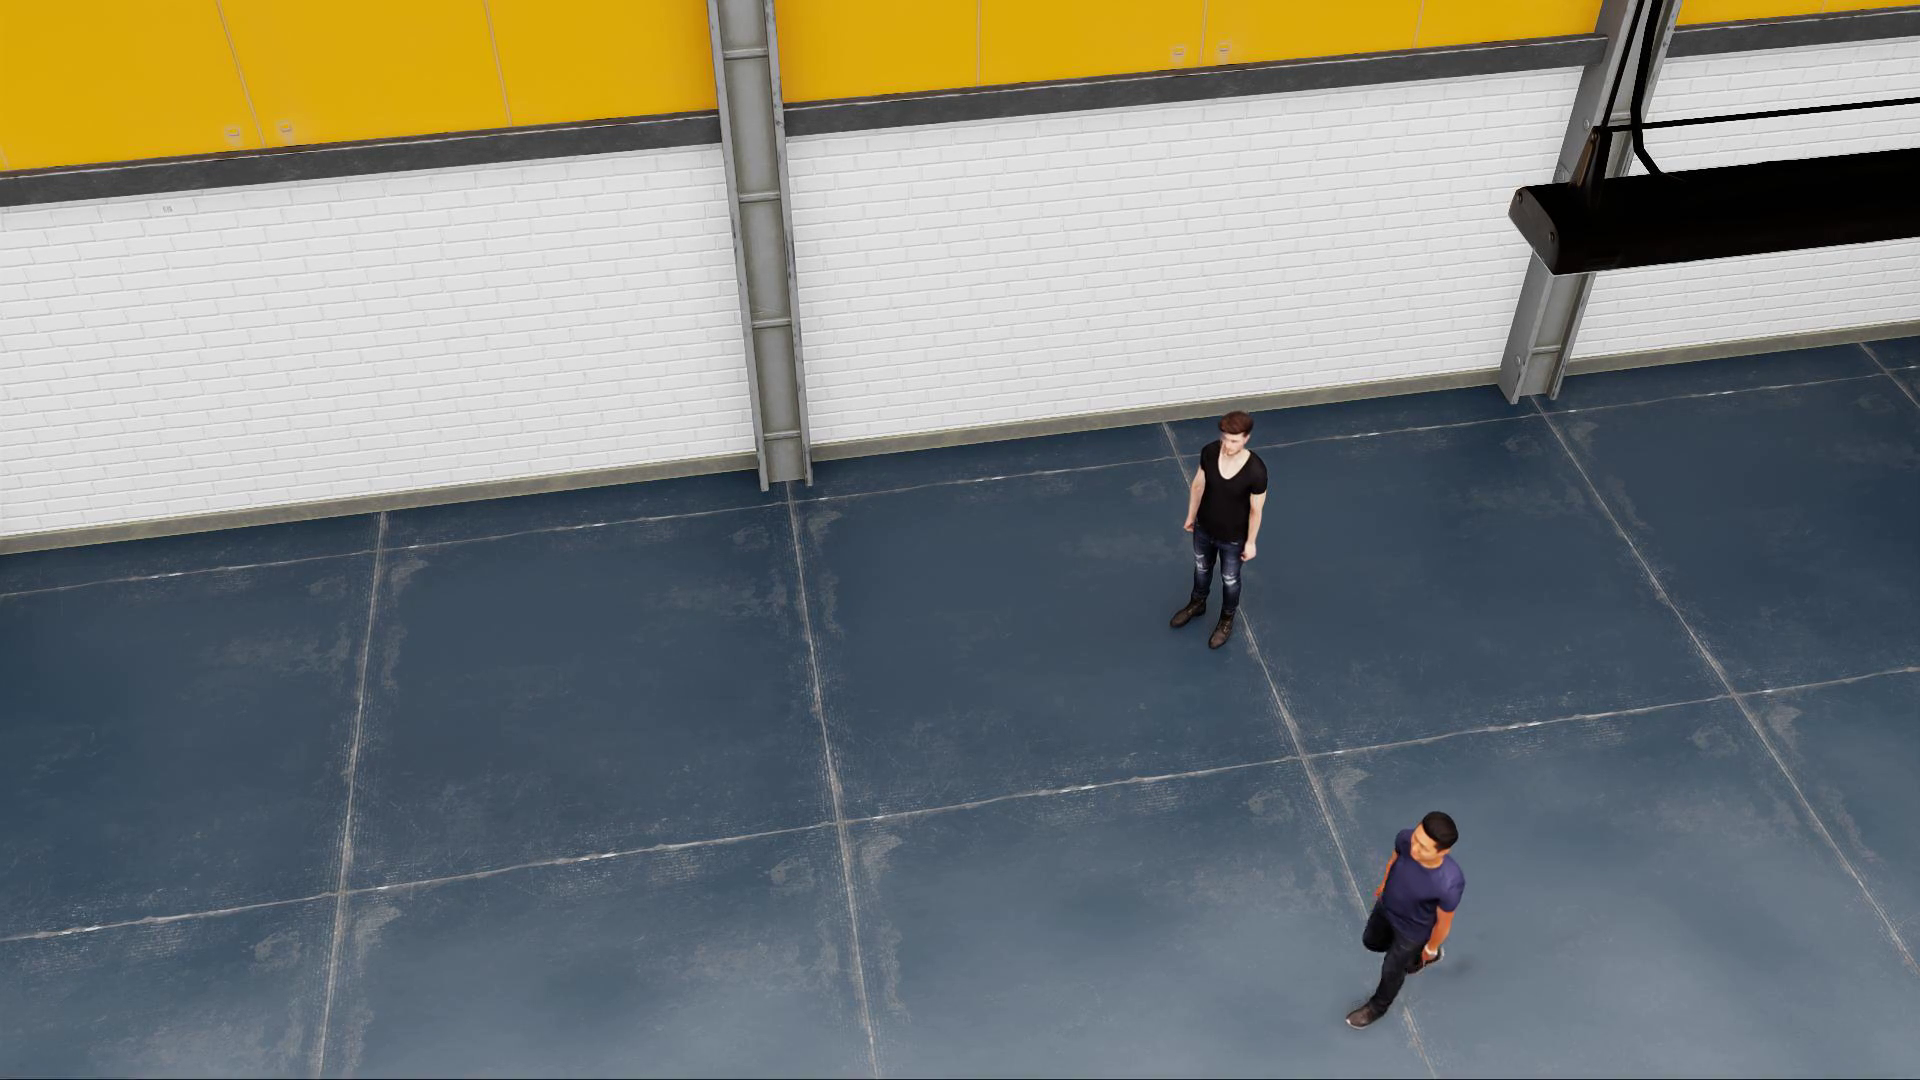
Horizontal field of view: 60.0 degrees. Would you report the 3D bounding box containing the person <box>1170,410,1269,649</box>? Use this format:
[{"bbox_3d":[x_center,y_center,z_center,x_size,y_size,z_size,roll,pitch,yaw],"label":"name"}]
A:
[{"bbox_3d":[1.726,-0.093,10.882,0.761,1.896,0.804,29,51,27],"label":"person"}]

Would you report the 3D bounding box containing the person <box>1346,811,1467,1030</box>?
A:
[{"bbox_3d":[2.441,1.963,8.809,0.931,1.779,0.760,-16,46,-16],"label":"person"}]
